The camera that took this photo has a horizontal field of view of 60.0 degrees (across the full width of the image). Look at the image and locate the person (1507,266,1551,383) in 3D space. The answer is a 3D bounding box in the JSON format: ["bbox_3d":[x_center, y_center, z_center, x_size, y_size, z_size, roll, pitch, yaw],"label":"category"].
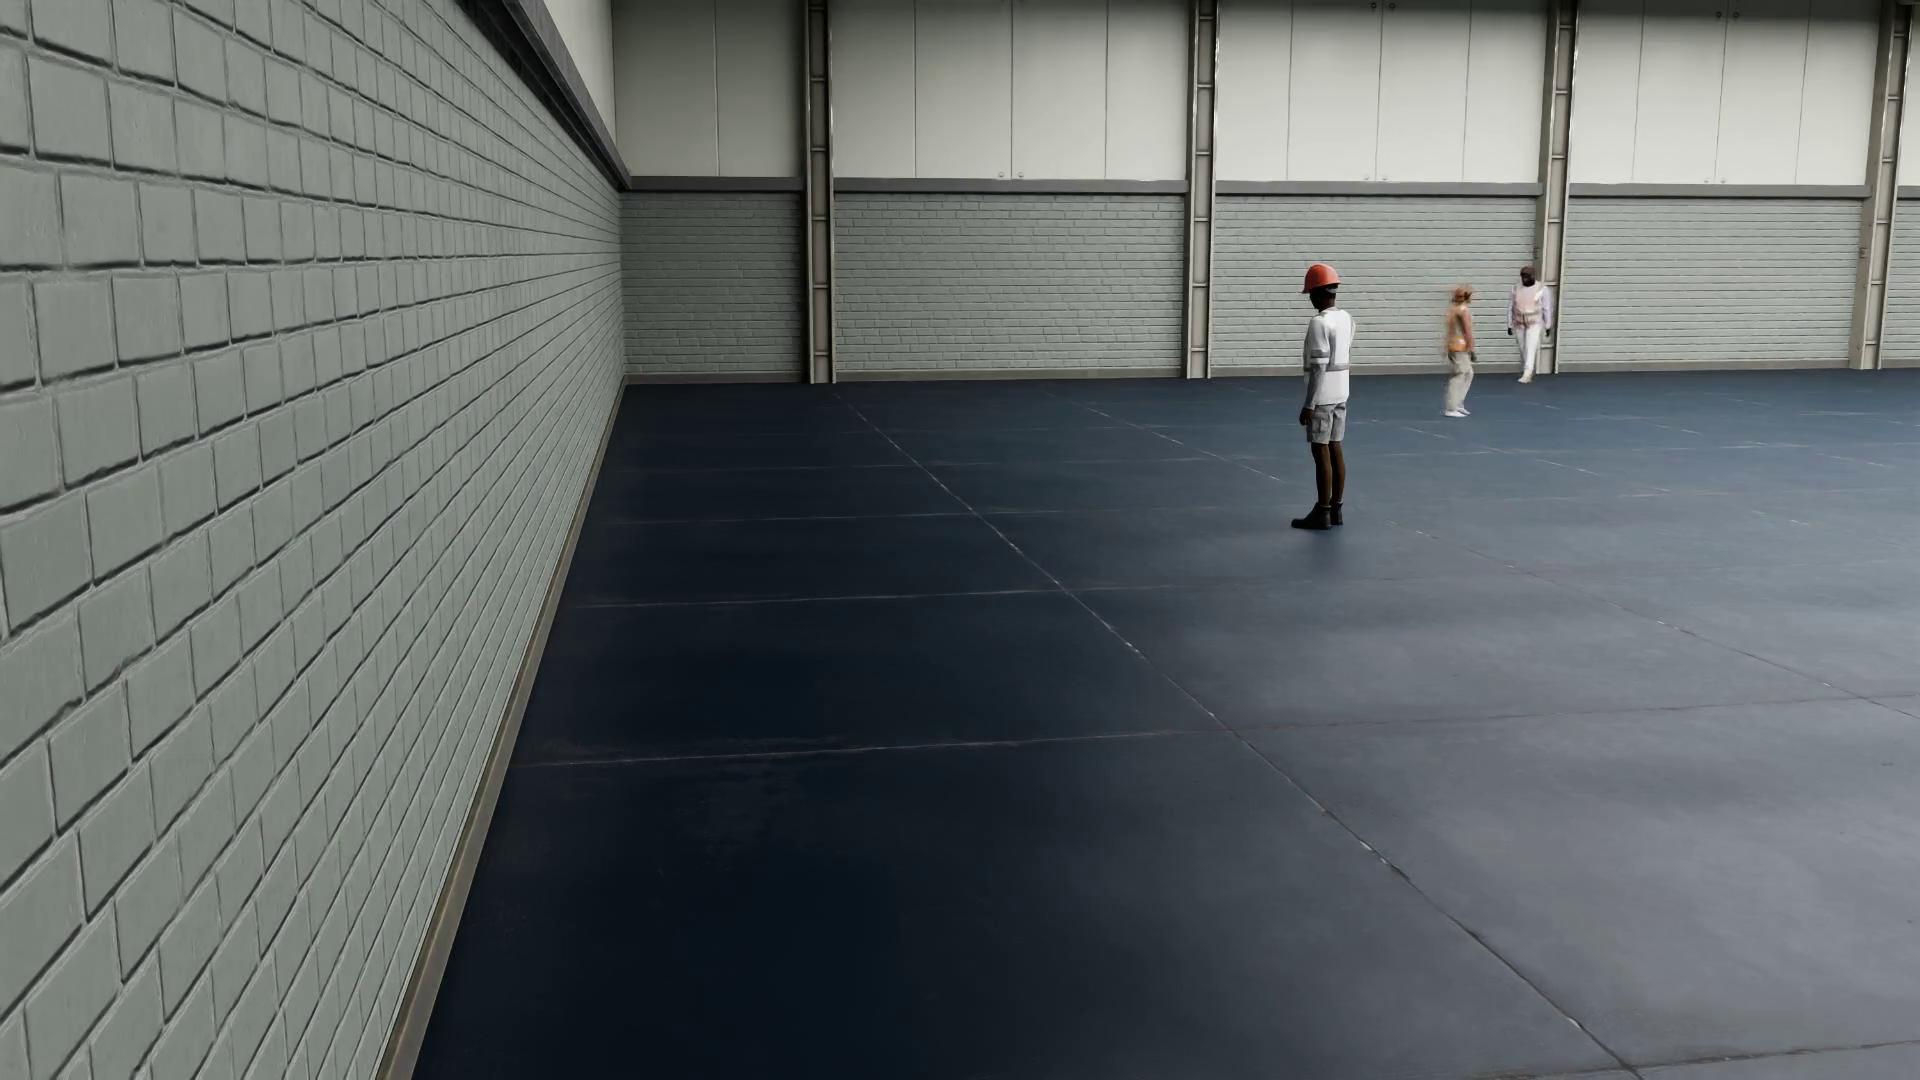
[{"bbox_3d":[8.859,-3.353,25.860,0.661,1.805,0.838,8,13,38],"label":"person"}]

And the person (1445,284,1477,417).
[{"bbox_3d":[6.159,-2.296,20.282,0.494,1.624,0.519,0,10,2],"label":"person"}]

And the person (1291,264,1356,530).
[{"bbox_3d":[2.637,-1.037,12.138,0.374,1.928,0.543,7,12,37],"label":"person"}]
